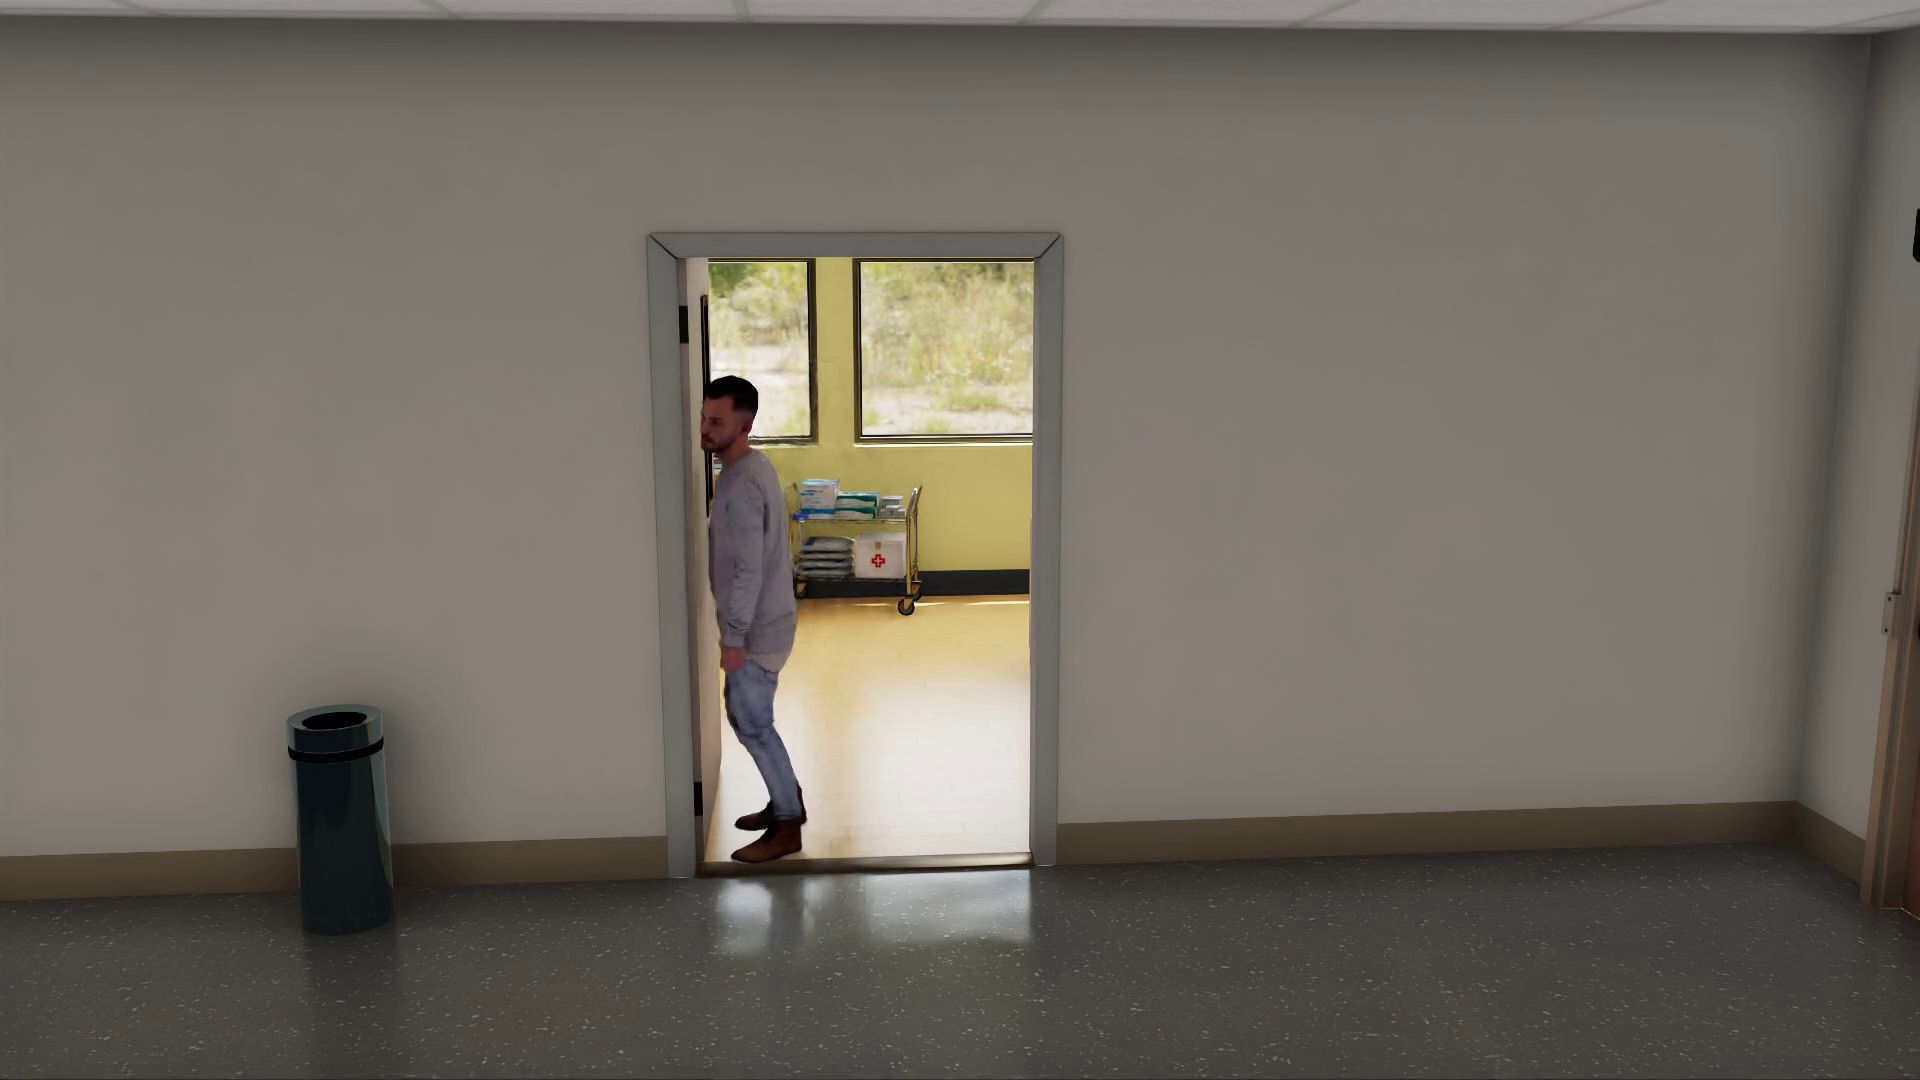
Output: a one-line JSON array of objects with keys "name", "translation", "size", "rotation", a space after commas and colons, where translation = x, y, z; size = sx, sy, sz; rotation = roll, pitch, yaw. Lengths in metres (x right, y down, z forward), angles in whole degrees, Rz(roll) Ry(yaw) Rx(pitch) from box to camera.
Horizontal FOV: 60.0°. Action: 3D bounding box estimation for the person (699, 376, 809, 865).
[{"name": "person", "translation": [-0.709, 0.306, 6.051], "size": [0.612, 1.802, 0.771], "rotation": [1, 11, 4]}]
